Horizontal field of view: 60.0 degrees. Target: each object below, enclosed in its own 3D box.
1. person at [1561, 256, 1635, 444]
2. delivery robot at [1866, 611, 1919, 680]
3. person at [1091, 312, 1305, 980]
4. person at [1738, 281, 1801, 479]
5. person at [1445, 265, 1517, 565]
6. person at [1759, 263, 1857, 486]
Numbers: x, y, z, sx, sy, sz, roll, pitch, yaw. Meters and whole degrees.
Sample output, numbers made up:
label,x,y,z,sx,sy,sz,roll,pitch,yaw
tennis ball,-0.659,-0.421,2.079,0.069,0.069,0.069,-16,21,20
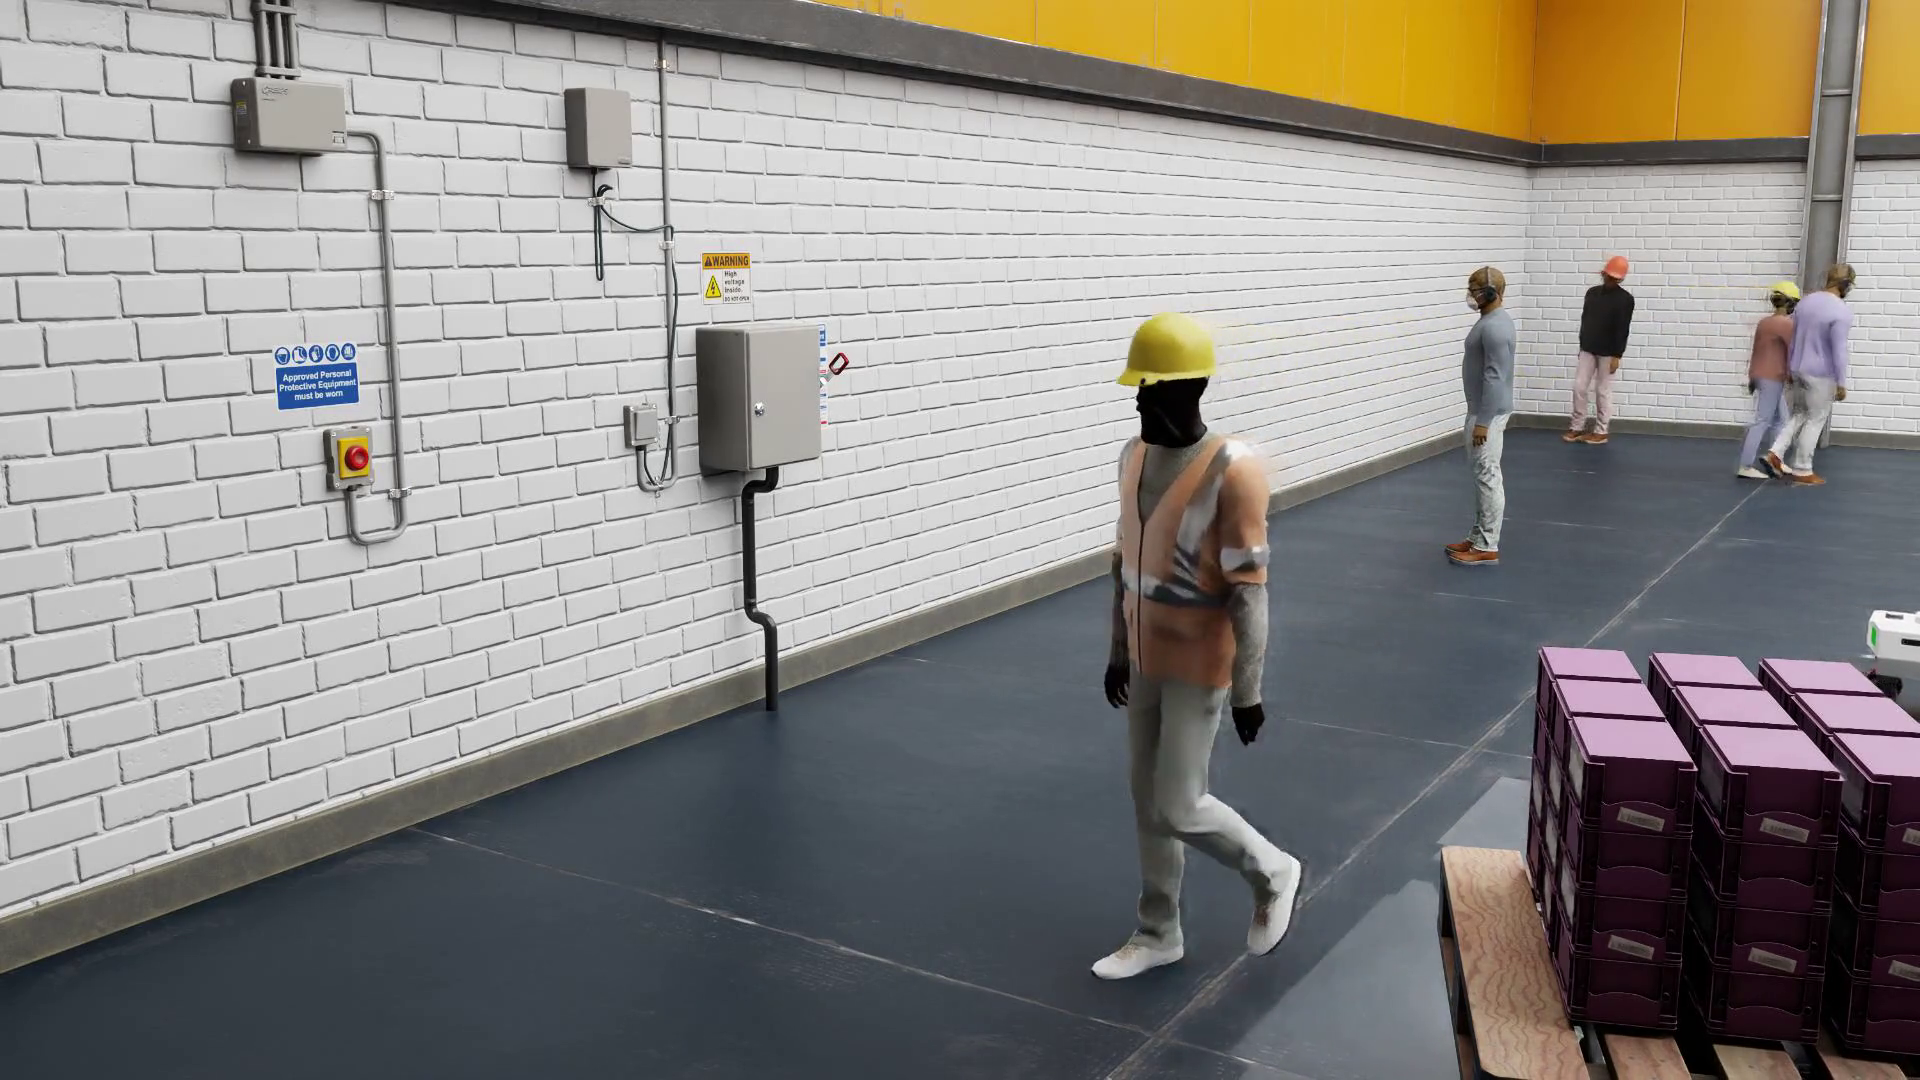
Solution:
label,x,y,z,sx,sy,sz,roll,pitch,yaw
person,6.572,-1.930,17.042,0.523,1.936,0.684,-7,12,-33
delivery robot,4.398,0.469,7.325,0.707,0.478,0.477,6,12,32
person,0.659,0.319,4.669,0.558,1.913,0.600,-5,11,-26
person,7.226,-1.393,14.628,0.708,1.732,0.540,0,10,1
person,3.402,-0.804,10.814,0.372,1.939,0.631,2,10,13
person,7.242,-1.381,14.100,0.519,1.905,0.678,-1,10,-7
